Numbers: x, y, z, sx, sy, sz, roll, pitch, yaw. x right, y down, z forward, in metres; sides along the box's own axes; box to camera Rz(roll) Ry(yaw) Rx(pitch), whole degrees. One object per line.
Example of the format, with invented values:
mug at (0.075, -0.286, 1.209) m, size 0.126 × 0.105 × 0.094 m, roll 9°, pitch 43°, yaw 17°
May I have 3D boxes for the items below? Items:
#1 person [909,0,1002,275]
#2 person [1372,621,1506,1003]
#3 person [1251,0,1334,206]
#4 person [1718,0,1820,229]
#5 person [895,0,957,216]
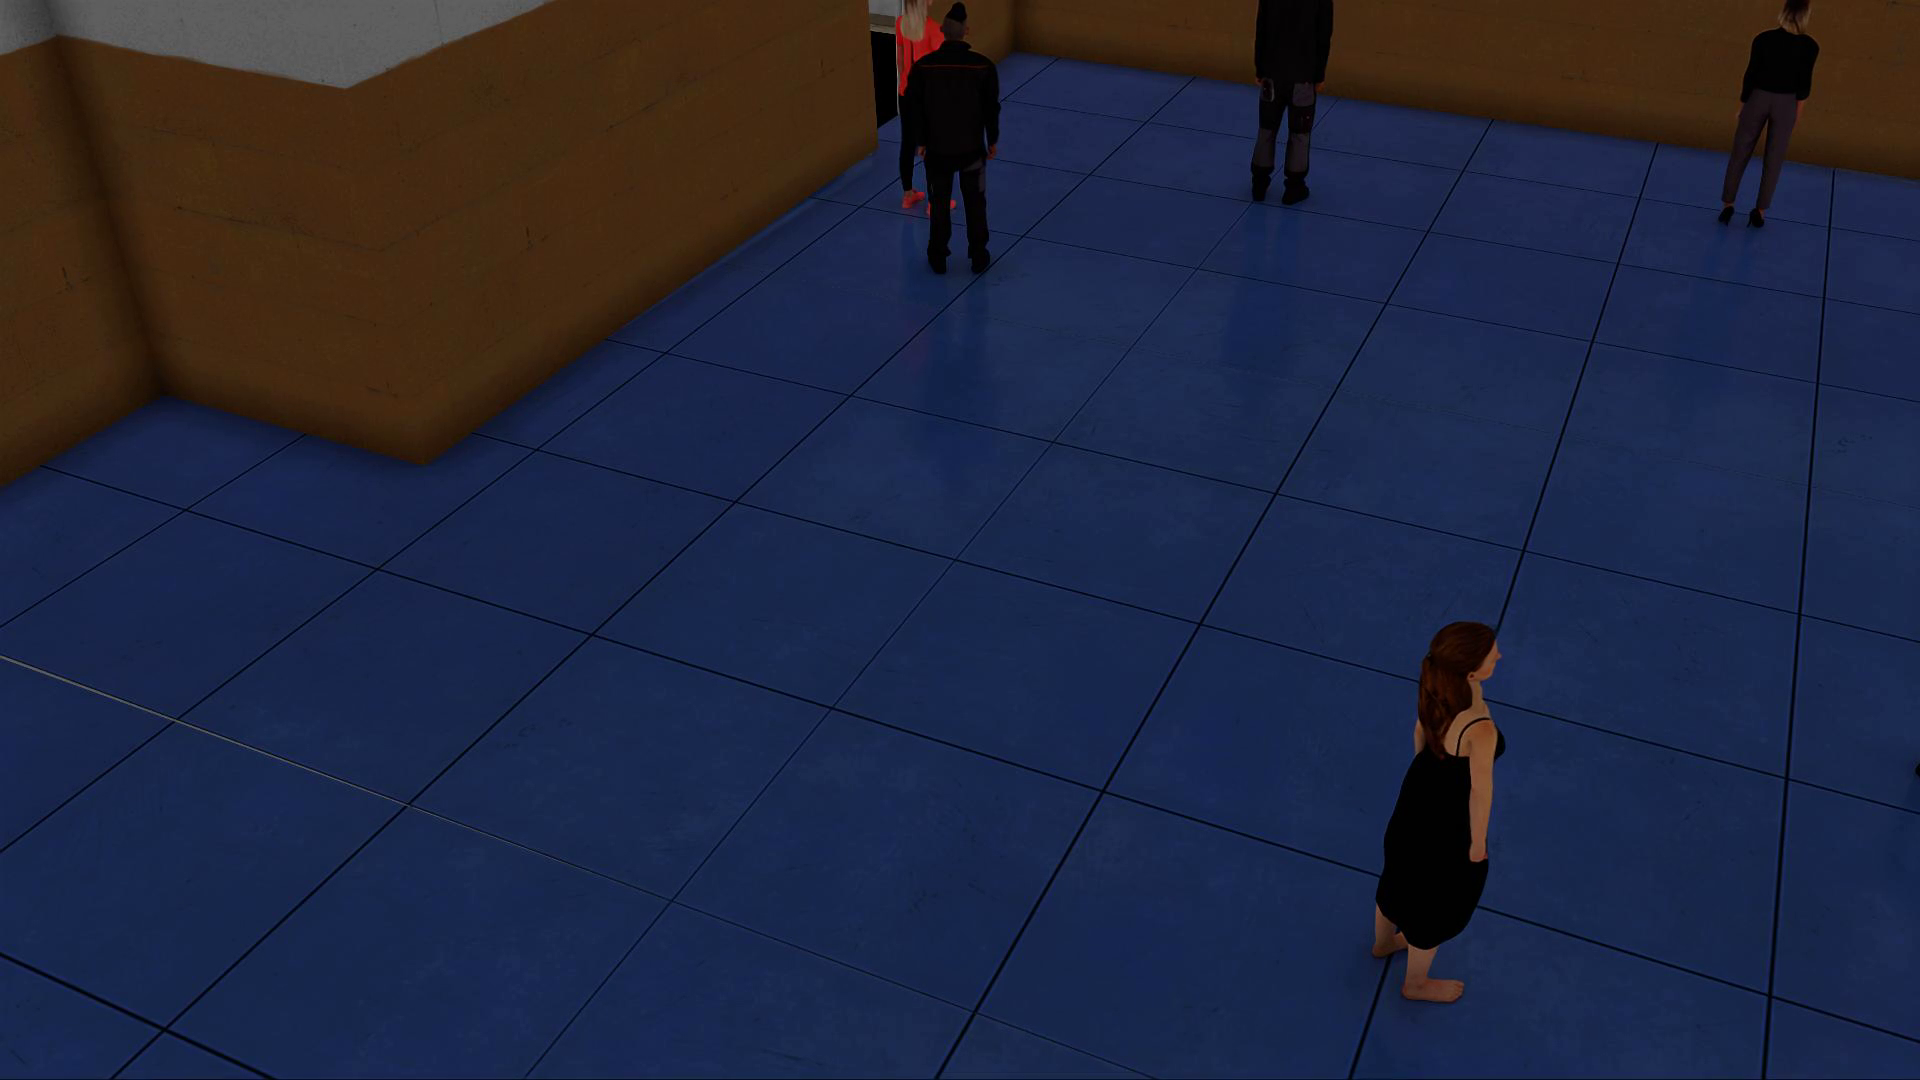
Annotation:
person at (-0.023, -2.686, 11.130) m, size 0.729 × 1.861 × 0.908 m, roll 1°, pitch 34°, yaw 2°
person at (1.692, 0.955, 5.892) m, size 0.729 × 1.624 × 0.676 m, roll -9°, pitch 35°, yaw -13°
person at (2.419, -3.433, 12.198) m, size 0.530 × 1.946 × 0.764 m, roll 12°, pitch 36°, yaw 18°
person at (5.761, -3.037, 11.851) m, size 0.480 × 1.672 × 0.668 m, roll 17°, pitch 37°, yaw 24°
person at (-0.287, -3.224, 12.111) m, size 0.559 × 1.693 × 0.707 m, roll 25°, pitch 41°, yaw 32°
